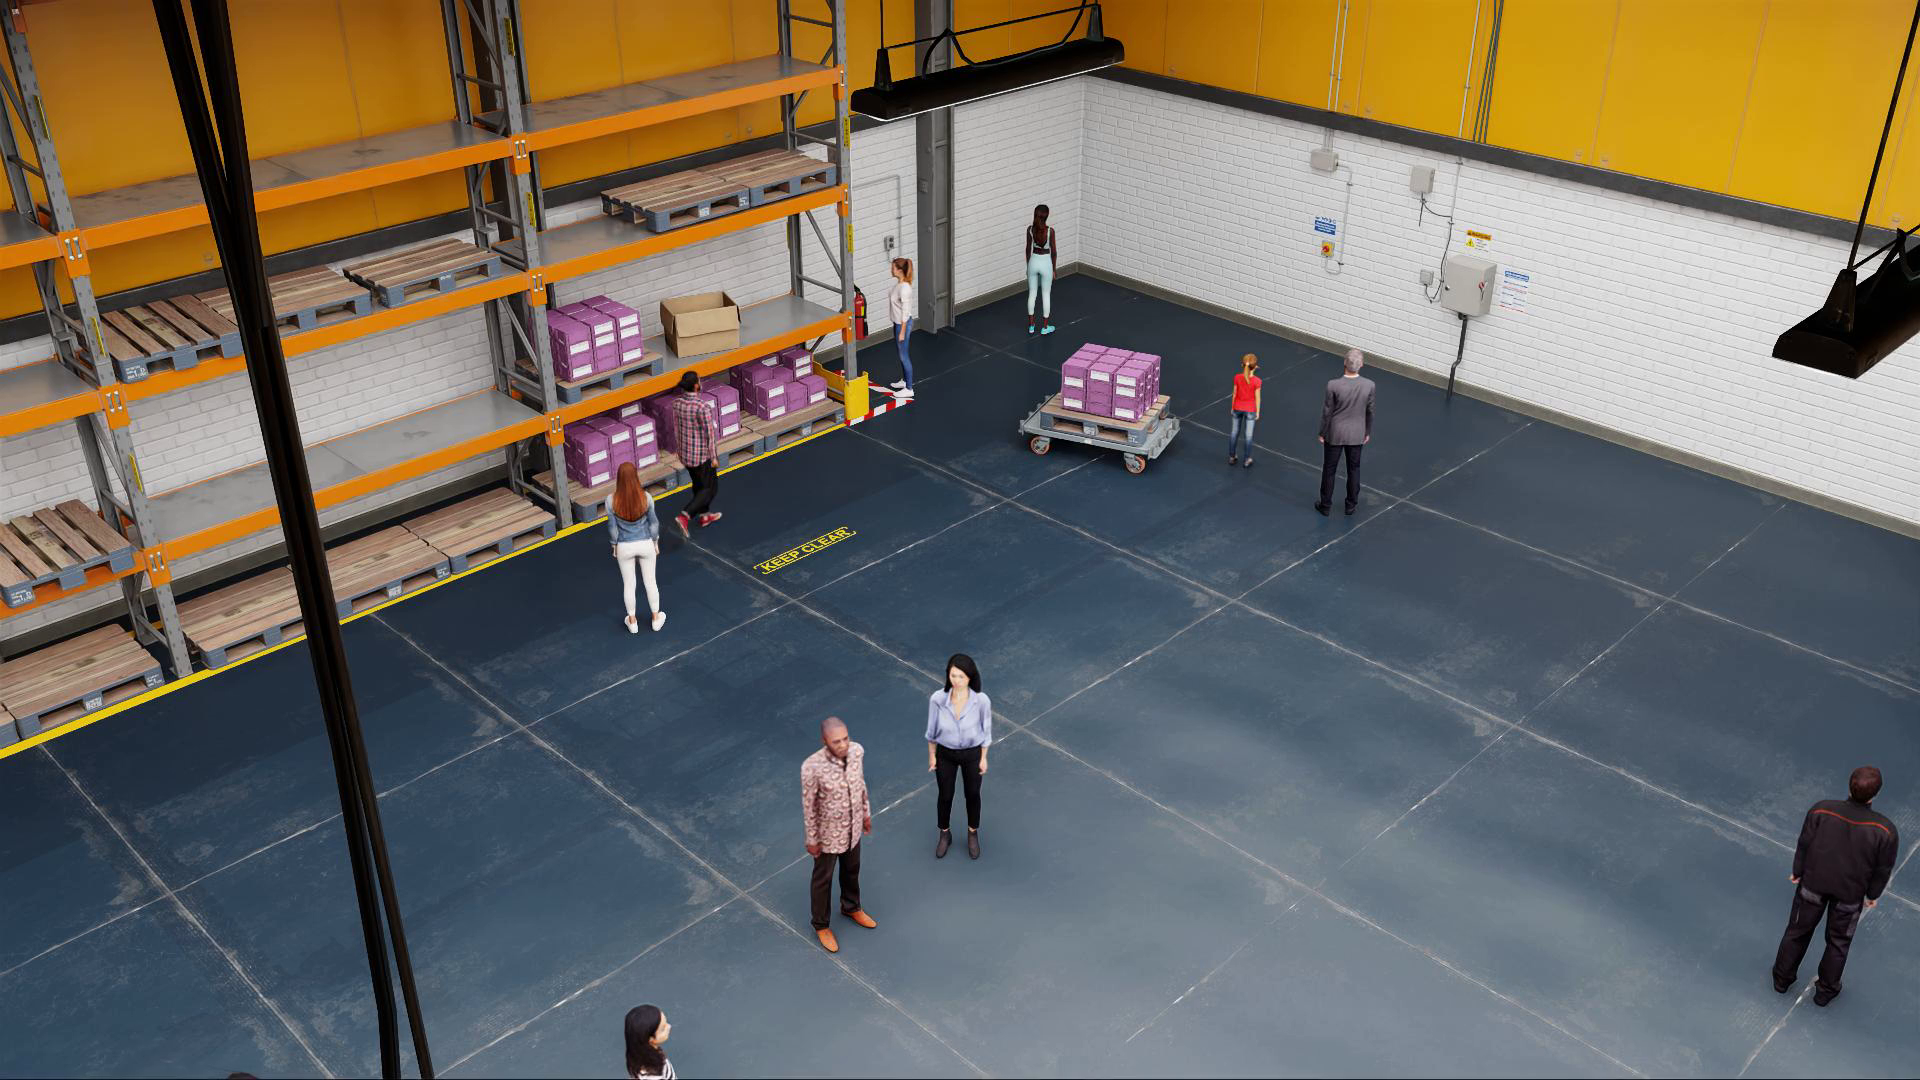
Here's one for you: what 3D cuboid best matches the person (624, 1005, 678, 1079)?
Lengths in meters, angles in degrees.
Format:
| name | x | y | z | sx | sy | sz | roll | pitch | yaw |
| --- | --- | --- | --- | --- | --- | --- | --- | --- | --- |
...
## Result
| name | x | y | z | sx | sy | sz | roll | pitch | yaw |
| --- | --- | --- | --- | --- | --- | --- | --- | --- | --- |
| person | -1.676 | 3.277 | 9.210 | 0.586 | 1.797 | 0.635 | -13 | 31 | -23 |

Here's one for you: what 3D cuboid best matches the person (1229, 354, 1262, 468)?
| name | x | y | z | sx | sy | sz | roll | pitch | yaw |
| --- | --- | --- | --- | --- | --- | --- | --- | --- | --- |
| person | 3.135 | -1.435 | 18.361 | 0.535 | 1.307 | 0.571 | 11 | 30 | 19 |

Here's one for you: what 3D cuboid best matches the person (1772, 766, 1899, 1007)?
| name | x | y | z | sx | sy | sz | roll | pitch | yaw |
| --- | --- | --- | --- | --- | --- | --- | --- | --- | --- |
| person | 5.777 | 2.276 | 11.003 | 0.764 | 1.838 | 0.641 | 17 | 33 | 29 |

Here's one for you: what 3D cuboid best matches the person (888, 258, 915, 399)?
| name | x | y | z | sx | sy | sz | roll | pitch | yaw |
| --- | --- | --- | --- | --- | --- | --- | --- | --- | --- |
| person | -0.691 | -2.566 | 20.004 | 0.719 | 1.719 | 0.688 | -3 | 29 | -6 |

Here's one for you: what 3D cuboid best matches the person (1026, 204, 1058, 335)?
| name | x | y | z | sx | sy | sz | roll | pitch | yaw |
| --- | --- | --- | --- | --- | --- | --- | --- | --- | --- |
| person | 1.049 | -3.562 | 21.823 | 0.654 | 1.724 | 0.665 | 9 | 30 | 16 |

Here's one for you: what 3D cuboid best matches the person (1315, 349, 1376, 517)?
| name | x | y | z | sx | sy | sz | roll | pitch | yaw |
| --- | --- | --- | --- | --- | --- | --- | --- | --- | --- |
| person | 3.989 | -1.118 | 17.221 | 0.786 | 1.842 | 0.857 | -1 | 29 | -2 |

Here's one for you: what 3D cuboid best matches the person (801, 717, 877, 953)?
| name | x | y | z | sx | sy | sz | roll | pitch | yaw |
| --- | --- | --- | --- | --- | --- | --- | --- | --- | --- |
| person | -0.861 | 1.988 | 11.563 | 0.527 | 1.808 | 0.744 | -23 | 36 | -36 |

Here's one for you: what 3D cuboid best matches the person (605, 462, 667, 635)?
| name | x | y | z | sx | sy | sz | roll | pitch | yaw |
| --- | --- | --- | --- | --- | --- | --- | --- | --- | --- |
| person | -2.962 | 0.072 | 15.184 | 0.646 | 1.703 | 0.749 | -5 | 29 | -10 |

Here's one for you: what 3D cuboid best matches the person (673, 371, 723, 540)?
| name | x | y | z | sx | sy | sz | roll | pitch | yaw |
| --- | --- | --- | --- | --- | --- | --- | --- | --- | --- |
| person | -2.702 | -0.846 | 16.826 | 0.744 | 1.742 | 0.967 | 20 | 35 | 33 |

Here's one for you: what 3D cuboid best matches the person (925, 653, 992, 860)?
| name | x | y | z | sx | sy | sz | roll | pitch | yaw |
| --- | --- | --- | --- | --- | --- | --- | --- | --- | --- |
| person | -0.001 | 1.602 | 12.337 | 0.726 | 1.744 | 0.772 | 2 | 29 | 3 |
